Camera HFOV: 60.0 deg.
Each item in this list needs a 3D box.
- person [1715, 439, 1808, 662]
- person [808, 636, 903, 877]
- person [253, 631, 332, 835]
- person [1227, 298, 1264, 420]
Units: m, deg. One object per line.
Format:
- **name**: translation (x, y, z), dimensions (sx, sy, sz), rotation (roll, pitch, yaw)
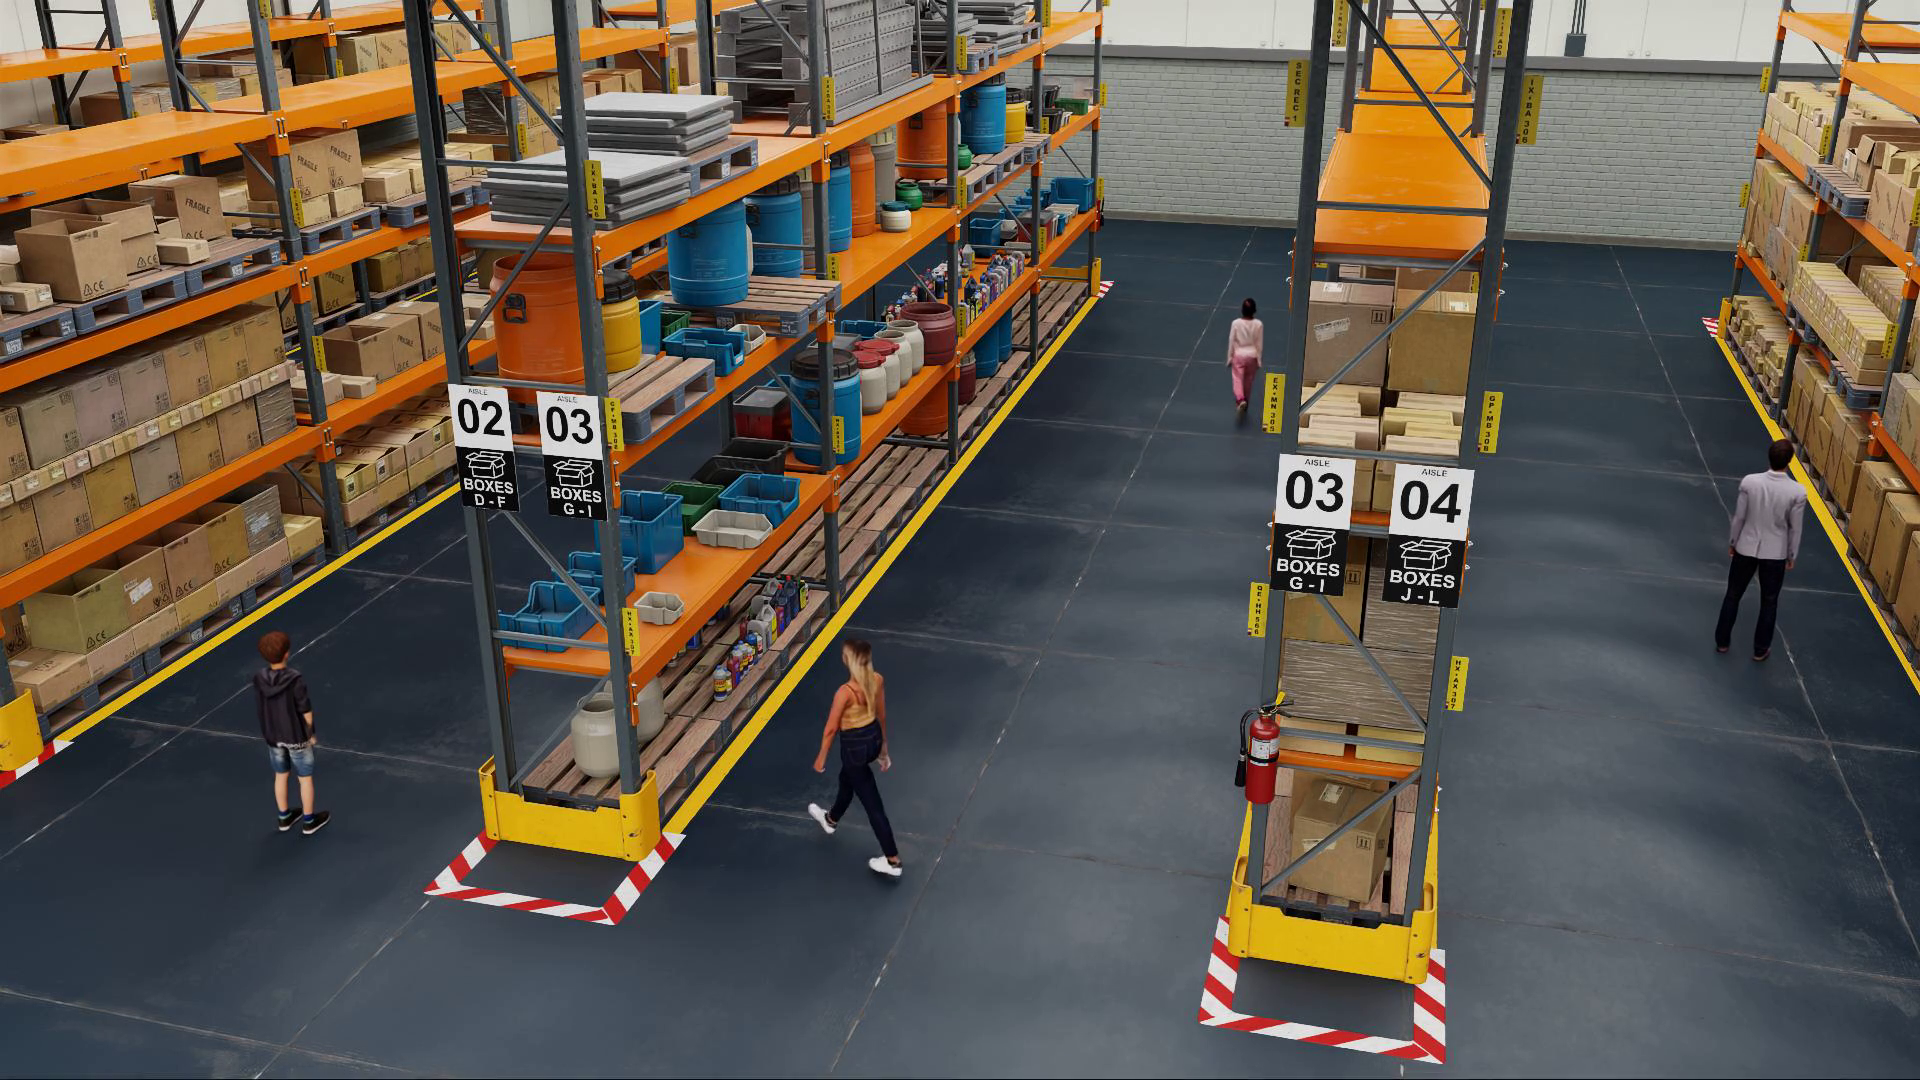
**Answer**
- **person**: translation (6.509, 0.076, 13.508), dimensions (0.742, 1.847, 0.693), rotation (15, 26, 32)
- **person**: translation (-0.573, 1.414, 10.586), dimensions (0.921, 1.583, 1.121), rotation (16, 27, 34)
- **person**: translation (-4.485, 1.282, 11.091), dimensions (0.543, 1.445, 0.523), rotation (4, 23, 9)
- **person**: translation (3.328, -2.112, 19.410), dimensions (0.645, 1.429, 0.901), rotation (2, 22, 5)
